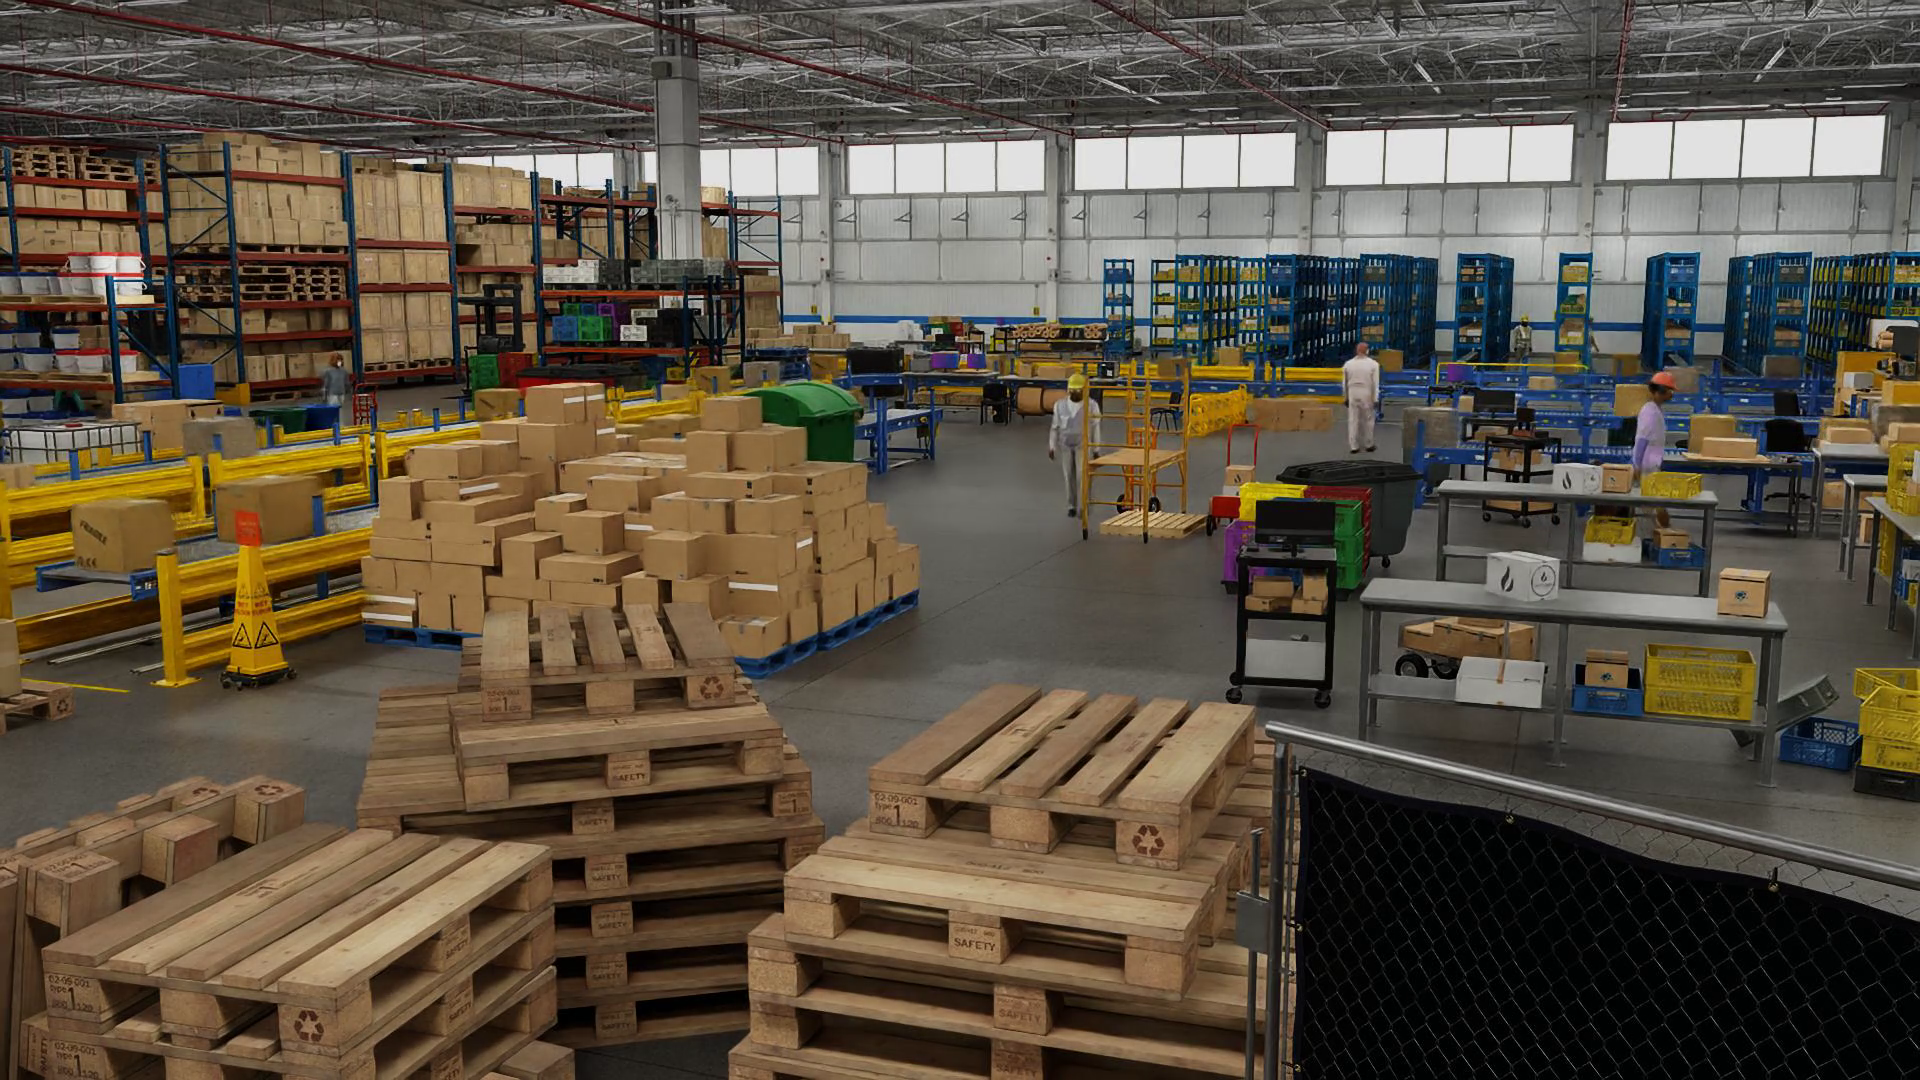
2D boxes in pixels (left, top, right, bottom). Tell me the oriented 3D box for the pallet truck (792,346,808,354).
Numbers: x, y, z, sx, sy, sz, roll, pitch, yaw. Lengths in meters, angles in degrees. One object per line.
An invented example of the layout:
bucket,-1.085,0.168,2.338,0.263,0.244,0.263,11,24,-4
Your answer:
pallet truck,-3.705,-4.298,42.022,0.653,1.274,1.630,3,10,20

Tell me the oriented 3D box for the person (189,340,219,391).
person,-19.691,-4.732,42.993,0.643,1.868,0.951,8,12,43

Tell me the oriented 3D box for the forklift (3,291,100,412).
forklift,-20.225,-4.266,36.877,1.873,2.768,1.129,1,9,4

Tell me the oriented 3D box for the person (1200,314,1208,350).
person,7.581,-6.156,51.547,0.393,1.985,0.611,0,9,1

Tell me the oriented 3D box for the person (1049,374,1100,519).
person,1.405,-1.154,20.675,0.607,1.806,0.700,3,10,19

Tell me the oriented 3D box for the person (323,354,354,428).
person,-11.465,-2.646,30.739,0.871,1.578,0.524,6,11,33

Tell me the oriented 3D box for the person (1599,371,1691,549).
person,7.617,-0.884,18.474,1.073,1.988,0.621,5,10,27

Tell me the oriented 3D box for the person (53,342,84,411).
person,-19.076,-3.446,35.372,0.905,1.718,0.550,2,9,10

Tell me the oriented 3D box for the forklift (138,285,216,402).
forklift,-17.480,-4.200,36.461,1.873,2.768,1.129,3,10,19

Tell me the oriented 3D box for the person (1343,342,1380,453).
person,6.913,-2.436,28.488,0.673,1.881,0.785,6,11,32

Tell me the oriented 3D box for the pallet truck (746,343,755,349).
pallet truck,-6.183,-4.618,44.264,1.601,1.201,0.680,-9,12,-43

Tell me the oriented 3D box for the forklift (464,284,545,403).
forklift,-10.832,-4.702,39.610,1.129,2.768,1.873,3,10,20

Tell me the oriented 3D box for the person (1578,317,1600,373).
person,18.471,-5.619,48.753,0.934,1.796,0.581,0,9,0

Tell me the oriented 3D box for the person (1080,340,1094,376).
person,3.446,-4.790,43.778,0.901,1.723,0.550,4,10,26

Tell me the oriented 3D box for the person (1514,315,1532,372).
person,16.940,-5.838,50.022,0.590,1.833,0.404,-2,9,-12
